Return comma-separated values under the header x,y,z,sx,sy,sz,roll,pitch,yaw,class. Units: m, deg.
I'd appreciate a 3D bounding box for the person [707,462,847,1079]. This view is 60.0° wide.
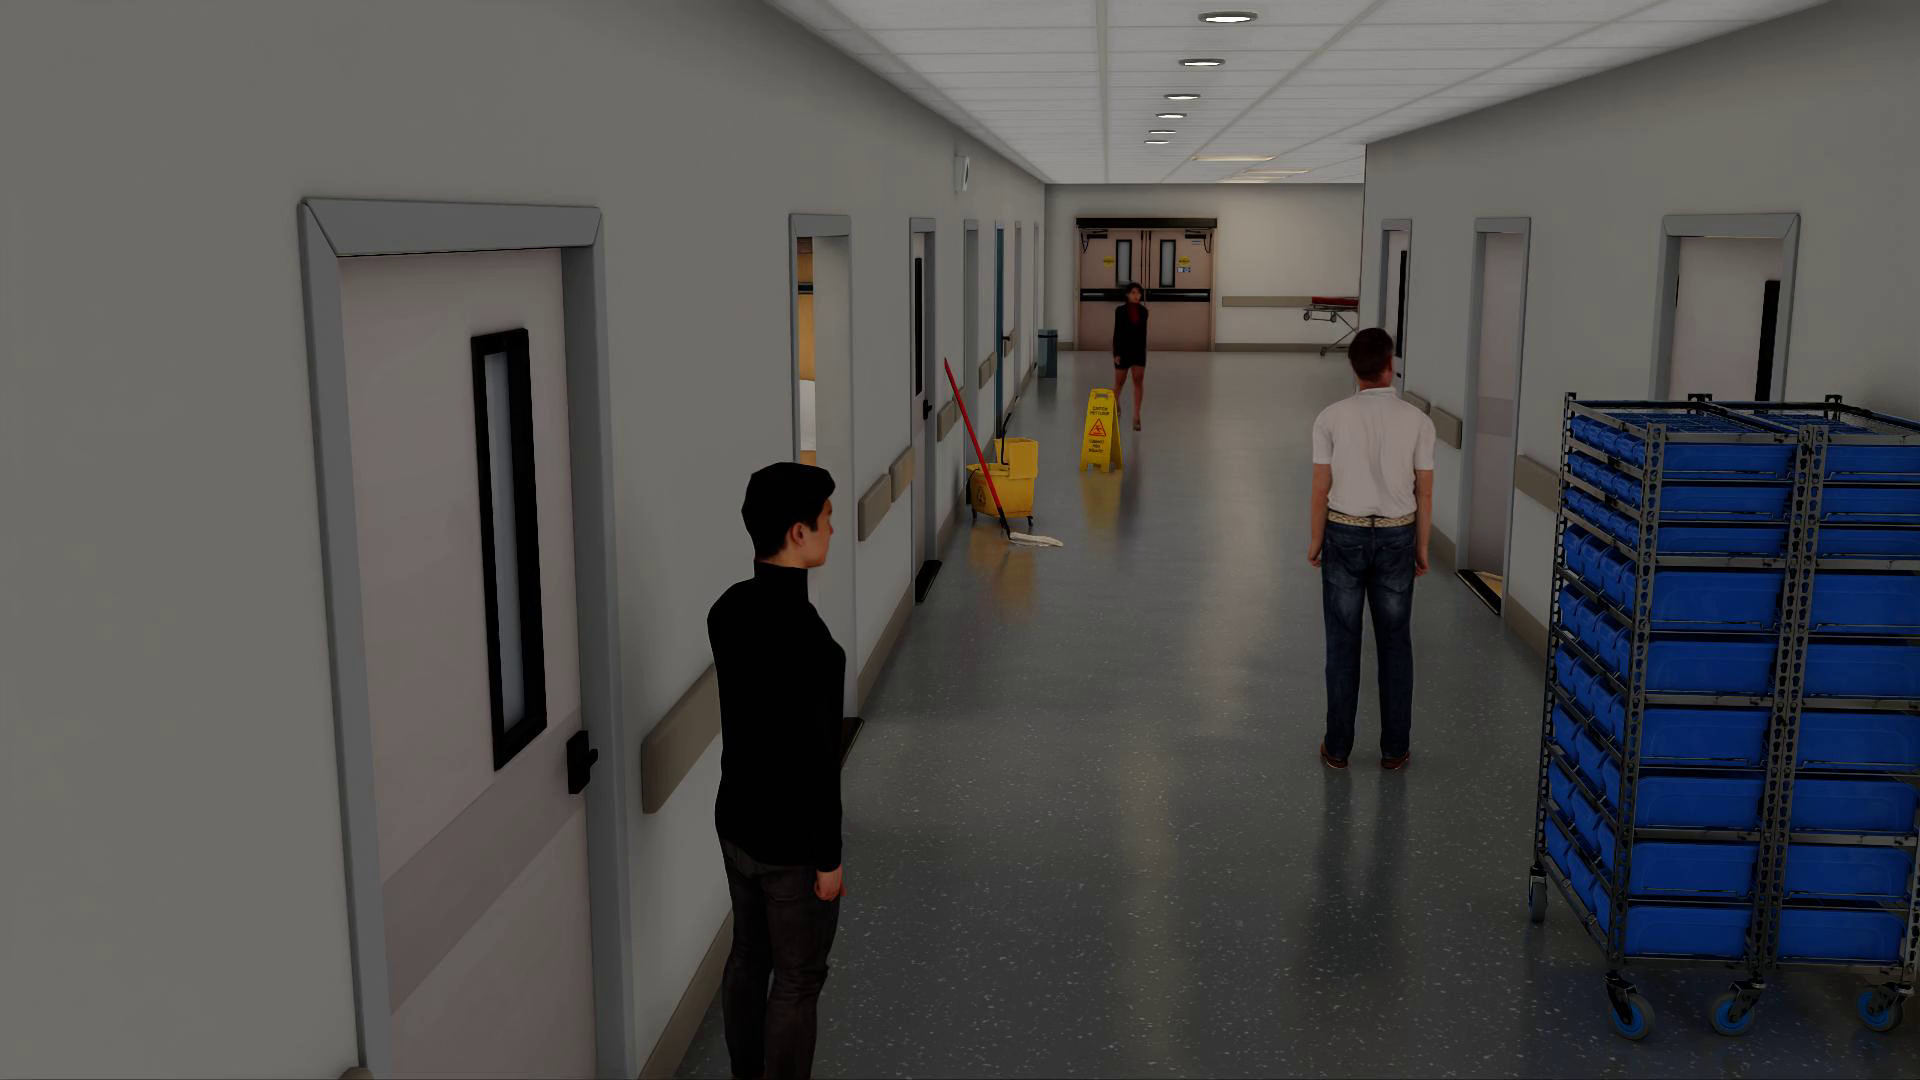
x,y,z,sx,sy,sz,roll,pitch,yaw,class
-0.442,0.663,4.043,0.775,1.722,0.696,-8,13,-35,person

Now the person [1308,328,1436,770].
x,y,z,sx,sy,sz,roll,pitch,yaw,class
1.717,0.035,7.004,0.665,1.851,0.556,1,11,8,person

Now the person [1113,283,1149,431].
x,y,z,sx,sy,sz,roll,pitch,yaw,class
1.872,-2.037,18.564,0.657,1.611,1.040,-1,11,-4,person
